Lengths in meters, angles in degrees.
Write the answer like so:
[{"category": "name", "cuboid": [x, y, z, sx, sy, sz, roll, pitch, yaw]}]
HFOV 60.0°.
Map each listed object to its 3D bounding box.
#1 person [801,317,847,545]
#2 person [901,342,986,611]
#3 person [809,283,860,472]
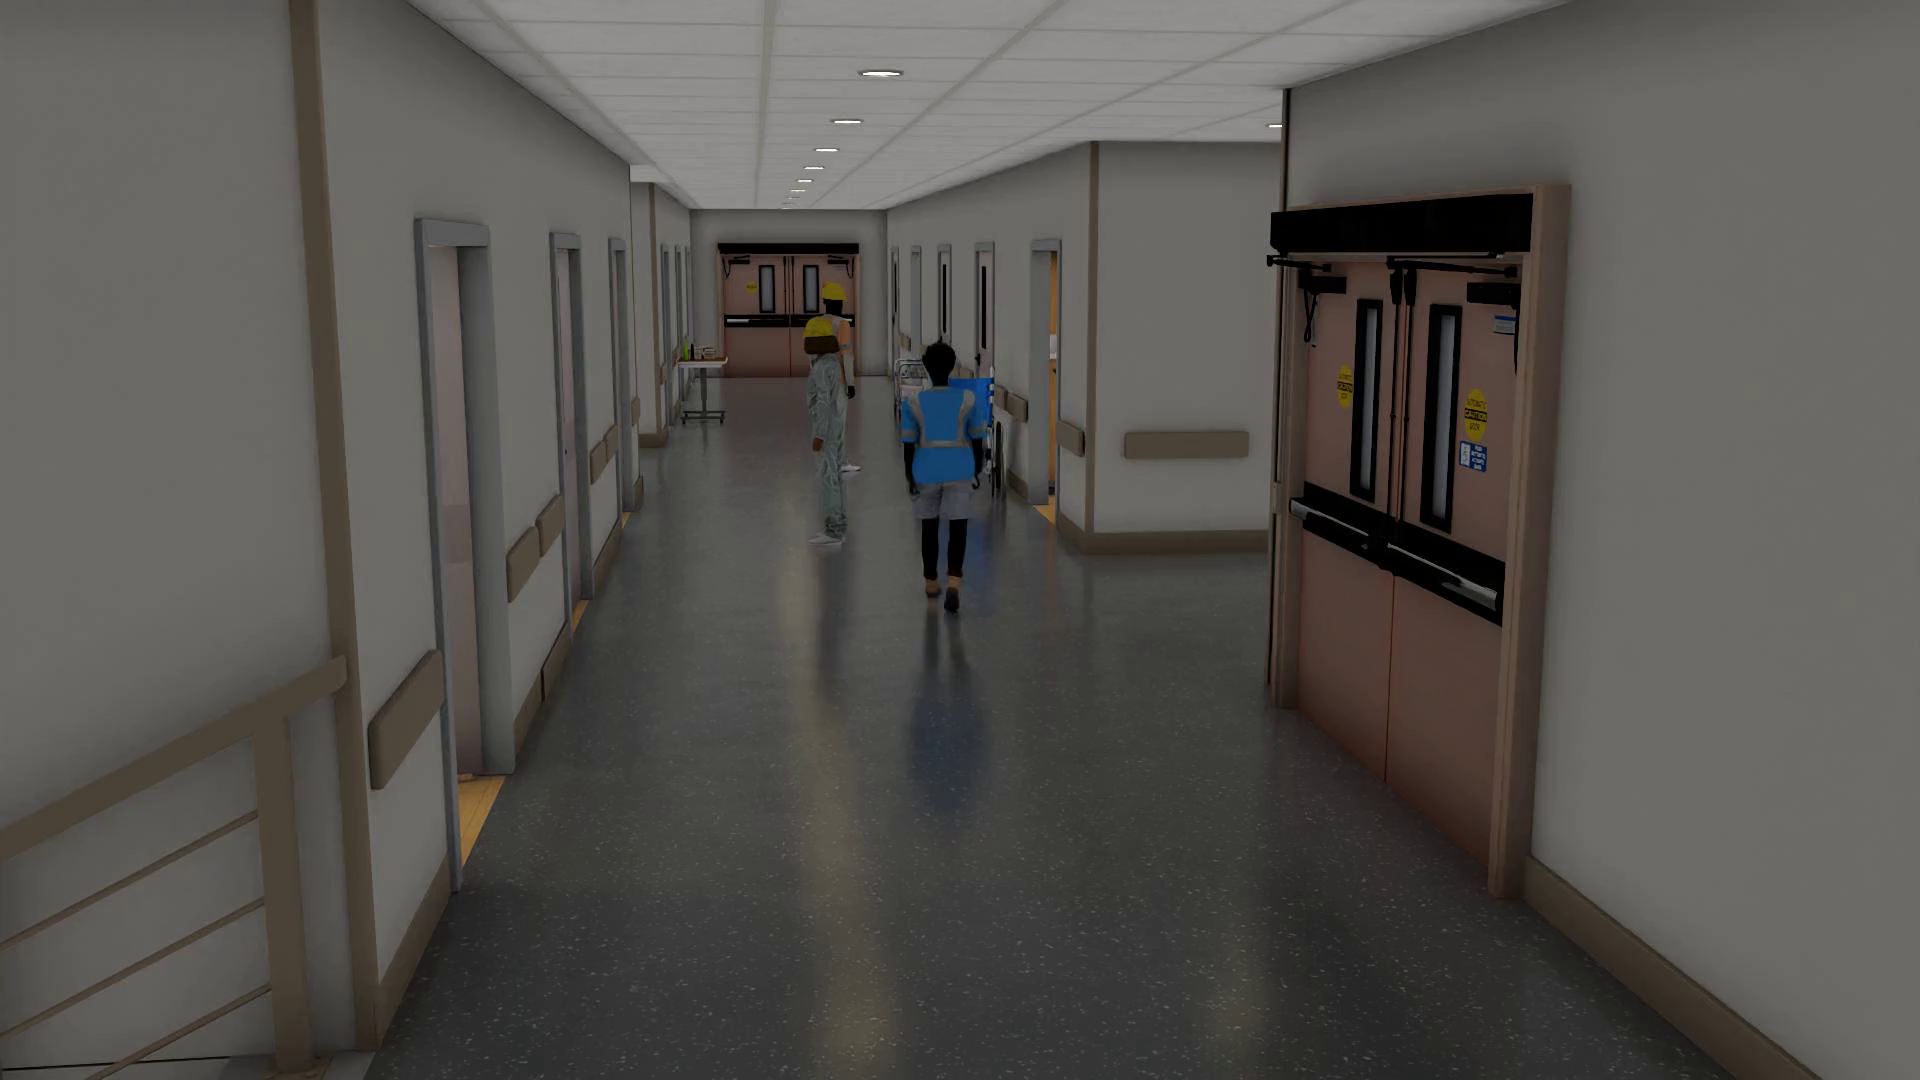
[{"category": "person", "cuboid": [-1.050, -0.830, 12.735, 0.325, 1.740, 0.492, 1, 10, 8]}, {"category": "person", "cuboid": [-0.109, -0.406, 10.463, 0.530, 1.672, 0.800, 1, 10, 4]}, {"category": "person", "cuboid": [-1.293, -1.651, 16.974, 0.587, 1.928, 0.363, 9, 13, 41]}]
